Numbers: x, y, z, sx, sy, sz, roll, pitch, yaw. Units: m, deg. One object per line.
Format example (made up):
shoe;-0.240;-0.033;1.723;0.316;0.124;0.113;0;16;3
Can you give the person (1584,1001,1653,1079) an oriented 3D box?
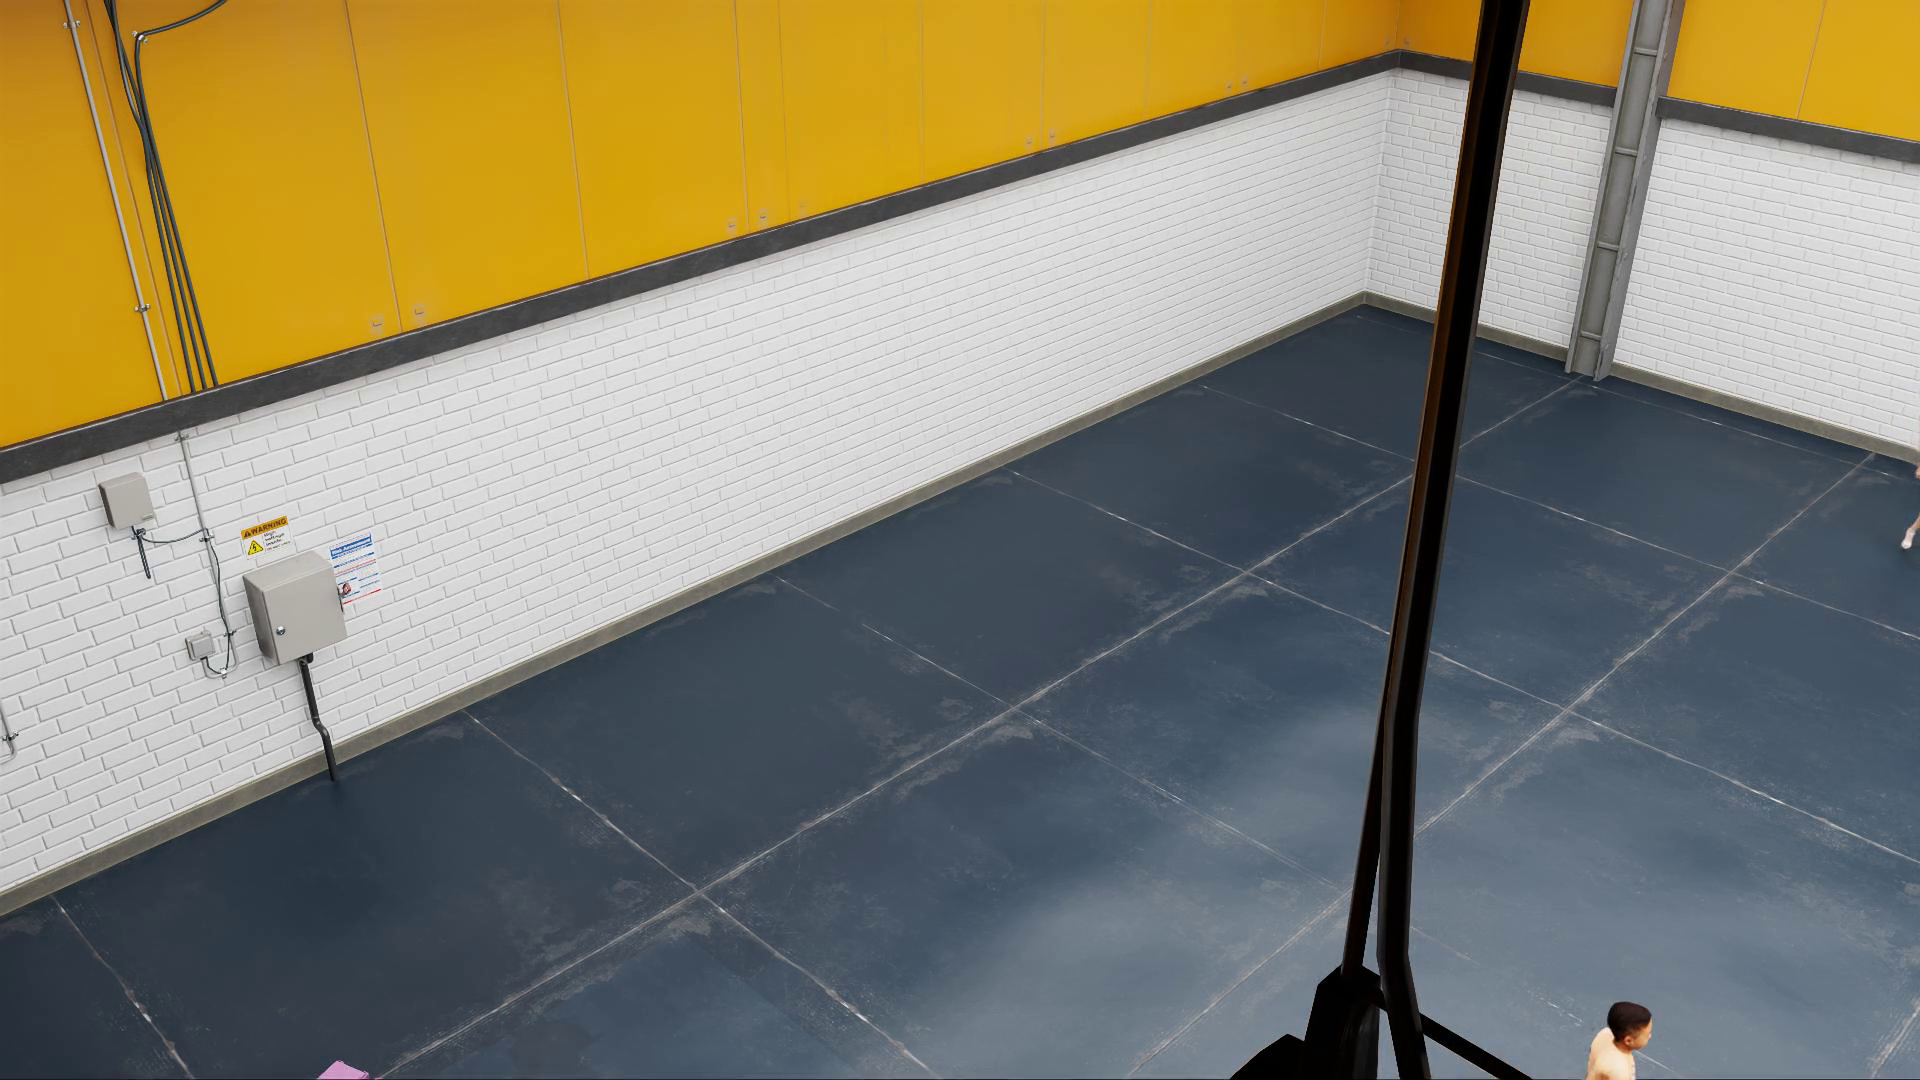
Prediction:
person;3.130;2.860;8.295;0.874;1.449;0.781;5;29;9
